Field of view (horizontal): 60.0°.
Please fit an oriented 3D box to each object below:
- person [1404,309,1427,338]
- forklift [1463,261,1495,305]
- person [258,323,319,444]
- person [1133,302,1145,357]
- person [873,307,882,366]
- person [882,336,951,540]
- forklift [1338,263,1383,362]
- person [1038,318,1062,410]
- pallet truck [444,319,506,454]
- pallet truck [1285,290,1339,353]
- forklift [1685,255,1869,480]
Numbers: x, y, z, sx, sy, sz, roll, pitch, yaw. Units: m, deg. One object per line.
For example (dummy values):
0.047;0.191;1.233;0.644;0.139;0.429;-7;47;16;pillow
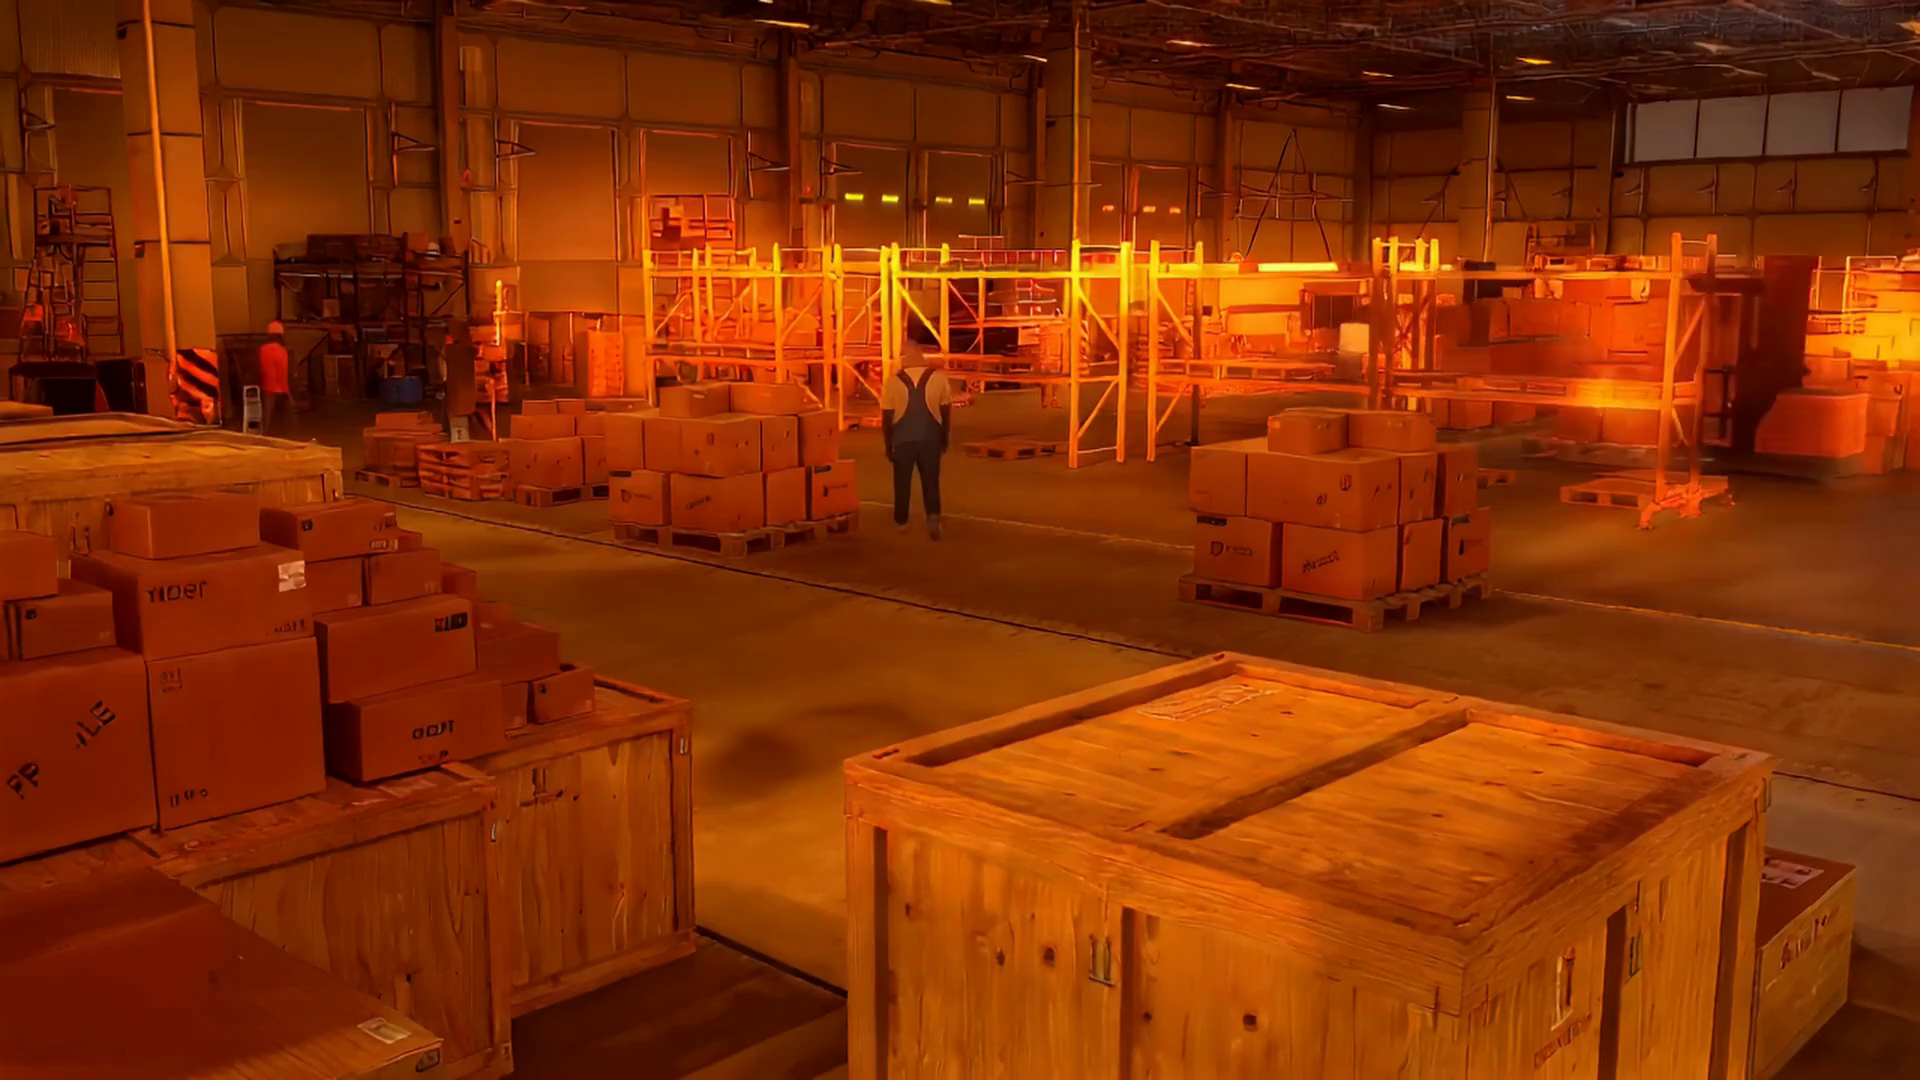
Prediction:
11.043;-4.836;40.243;0.648;1.887;1.011;8;12;42;person
11.998;-5.079;38.683;1.873;2.768;1.129;9;13;43;forklift
-9.920;-2.219;24.240;0.592;1.867;0.971;5;11;30;person
5.384;-6.378;50.386;0.864;1.655;0.528;-2;9;-11;person
-2.175;-5.390;44.419;0.313;1.633;0.517;-1;9;-5;person
-0.427;-1.032;16.438;0.687;2.000;0.914;-1;9;-7;person
11.782;-6.481;47.279;1.873;2.768;1.129;3;10;16;forklift
1.723;-3.332;31.488;0.484;1.735;0.335;-5;10;-27;person
-6.981;-1.942;22.150;1.885;1.965;0.823;1;9;9;pallet truck
11.297;-6.951;52.861;1.885;1.965;0.823;-5;11;-29;pallet truck
10.581;-2.257;21.381;1.873;2.768;1.129;9;13;43;forklift
